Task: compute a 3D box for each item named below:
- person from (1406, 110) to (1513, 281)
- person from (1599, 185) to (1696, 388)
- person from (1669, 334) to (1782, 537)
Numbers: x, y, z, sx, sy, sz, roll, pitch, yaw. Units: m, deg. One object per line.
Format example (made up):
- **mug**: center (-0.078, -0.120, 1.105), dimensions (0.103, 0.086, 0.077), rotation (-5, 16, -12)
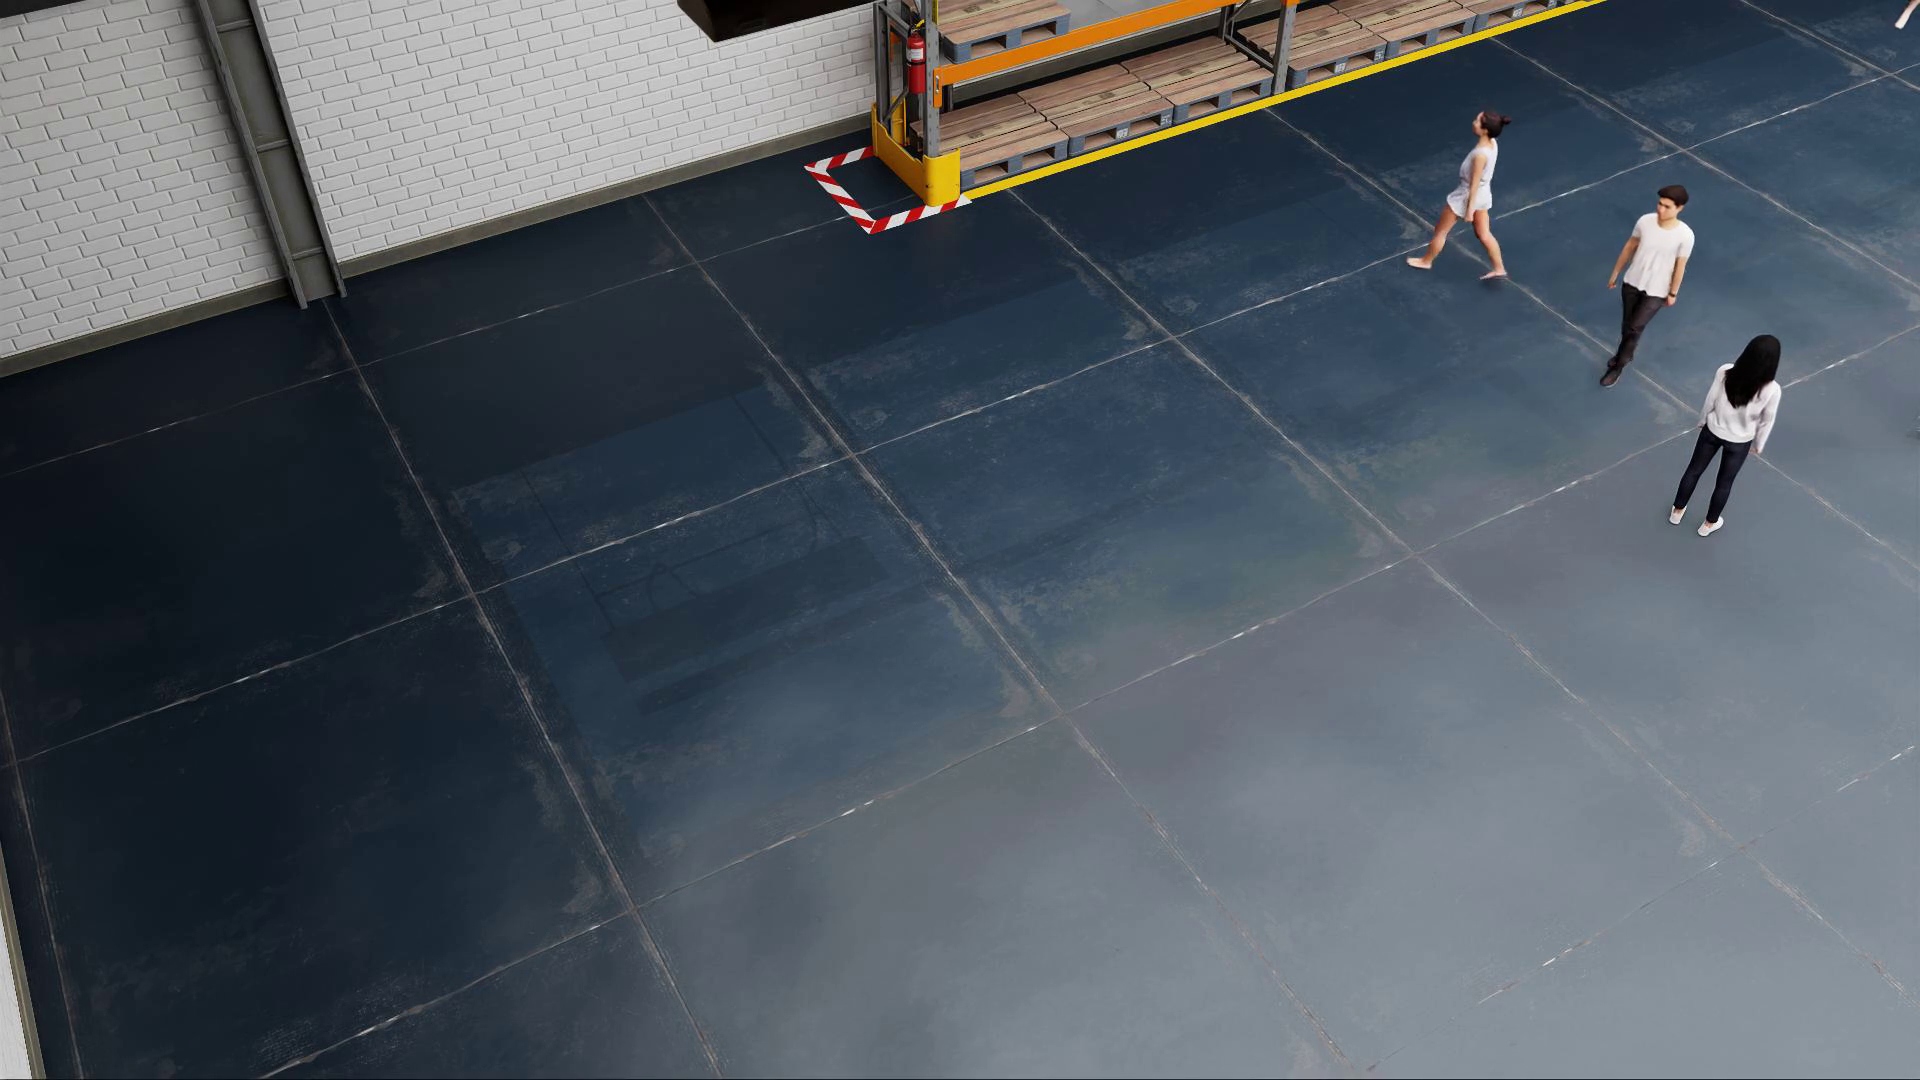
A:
- **person**: center (4.362, -2.840, 13.913), dimensions (0.982, 1.567, 1.091), rotation (22, 48, 22)
- **person**: center (5.413, -2.038, 12.972), dimensions (0.828, 1.705, 0.696), rotation (-28, 50, -26)
- **person**: center (5.362, -0.742, 11.617), dimensions (0.692, 1.697, 0.677), rotation (29, 51, 27)
